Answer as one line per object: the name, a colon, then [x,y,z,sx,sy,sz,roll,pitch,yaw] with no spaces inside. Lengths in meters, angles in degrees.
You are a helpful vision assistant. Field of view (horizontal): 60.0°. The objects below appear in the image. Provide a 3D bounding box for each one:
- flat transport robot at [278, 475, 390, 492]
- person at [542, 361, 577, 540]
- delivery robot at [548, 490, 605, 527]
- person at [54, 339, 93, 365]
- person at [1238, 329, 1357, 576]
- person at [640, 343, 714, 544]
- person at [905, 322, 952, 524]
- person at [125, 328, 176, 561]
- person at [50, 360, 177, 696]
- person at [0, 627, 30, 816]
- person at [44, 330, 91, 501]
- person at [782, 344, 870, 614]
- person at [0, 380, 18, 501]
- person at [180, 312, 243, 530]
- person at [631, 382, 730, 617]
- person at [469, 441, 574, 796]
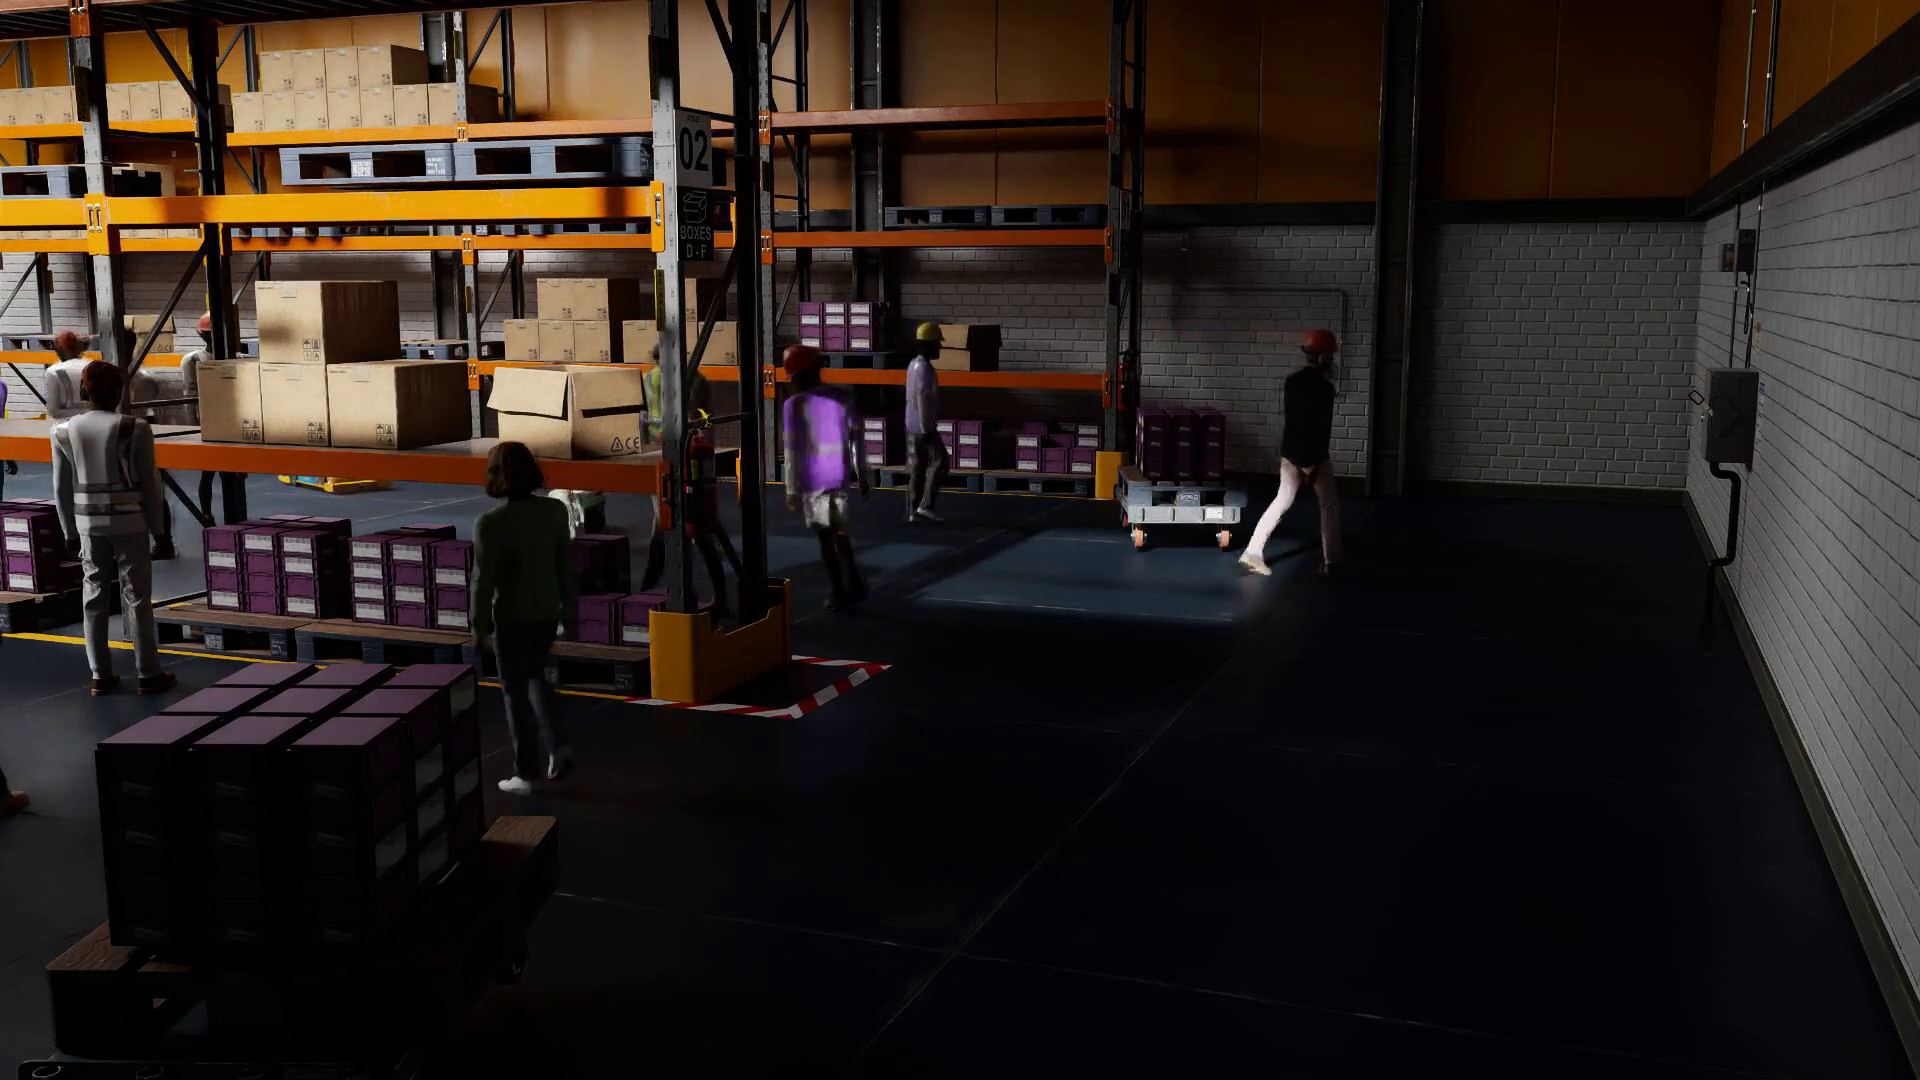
flat transport robot: [-6.981,-0.721,18.524,0.652,0.197,1.431,-9,13,-44]
person: [-3.580,-0.768,14.639,0.725,1.608,0.508,8,12,40]
delivery robot: [-3.502,-0.379,15.197,0.477,0.478,0.707,1,9,5]
person: [-10.696,-1.650,20.156,0.729,1.613,0.523,7,11,36]
person: [2.651,-0.672,12.990,0.985,1.954,0.611,-5,10,-27]
person: [-2.467,-0.809,14.327,0.689,1.790,0.851,1,9,7]
person: [-0.268,-1.096,15.720,0.500,1.912,0.611,-1,9,-9]
person: [-6.836,-0.751,13.507,0.621,1.927,0.873,5,11,30]
person: [-4.745,-0.062,9.328,0.573,1.887,0.355,-1,9,-3]
person: [-4.387,0.221,7.070,0.688,2.000,0.577,1,9,6]
person: [-8.072,-0.995,15.286,0.541,1.856,0.610,5,10,30]
person: [-0.953,-0.412,11.528,0.624,1.885,0.405,-6,11,-34]
person: [-7.813,-0.664,13.249,0.390,1.843,0.563,3,10,21]
person: [-6.636,-1.031,14.931,0.385,2.041,0.607,5,10,29]
person: [-1.977,-0.286,11.450,0.854,1.648,0.553,3,9,18]
person: [-1.993,0.357,7.528,0.344,1.617,0.518,7,11,37]
